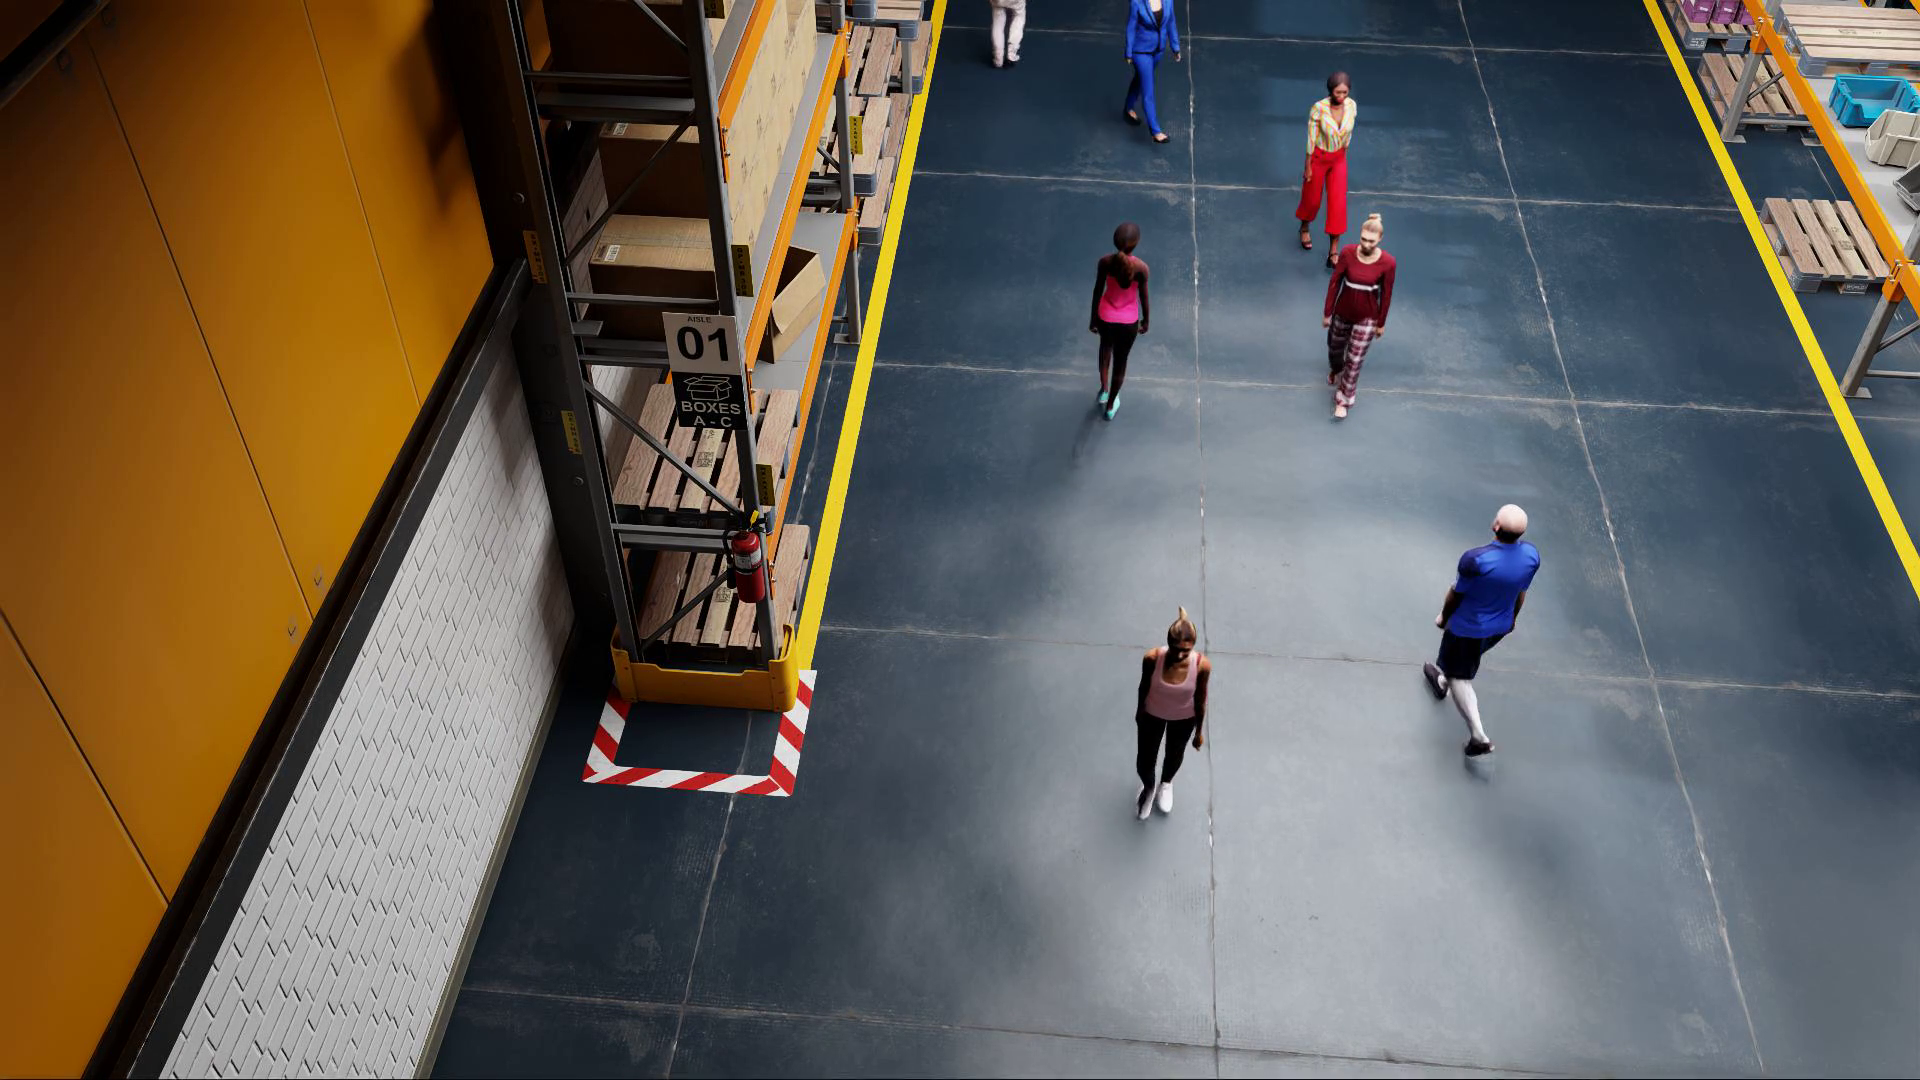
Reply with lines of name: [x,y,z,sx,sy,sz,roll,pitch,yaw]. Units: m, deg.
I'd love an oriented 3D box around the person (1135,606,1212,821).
person: [1.260,0.982,9.987,0.596,1.637,0.593,8,44,8]

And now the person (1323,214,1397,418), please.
person: [3.057,-1.770,12.835,0.766,1.694,0.903,15,46,15]

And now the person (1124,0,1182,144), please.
person: [1.744,-4.712,15.945,1.048,1.662,1.181,-24,49,-23]

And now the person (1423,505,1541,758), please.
person: [3.241,0.565,10.297,0.992,1.814,1.252,-14,45,-14]

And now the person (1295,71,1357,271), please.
person: [3.110,-3.248,14.335,0.776,1.764,1.028,-9,44,-10]

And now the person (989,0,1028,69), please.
person: [0.472,-5.553,16.823,0.707,1.668,0.630,7,44,7]

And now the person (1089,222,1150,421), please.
person: [1.178,-1.618,12.662,0.649,1.712,0.665,12,45,12]
